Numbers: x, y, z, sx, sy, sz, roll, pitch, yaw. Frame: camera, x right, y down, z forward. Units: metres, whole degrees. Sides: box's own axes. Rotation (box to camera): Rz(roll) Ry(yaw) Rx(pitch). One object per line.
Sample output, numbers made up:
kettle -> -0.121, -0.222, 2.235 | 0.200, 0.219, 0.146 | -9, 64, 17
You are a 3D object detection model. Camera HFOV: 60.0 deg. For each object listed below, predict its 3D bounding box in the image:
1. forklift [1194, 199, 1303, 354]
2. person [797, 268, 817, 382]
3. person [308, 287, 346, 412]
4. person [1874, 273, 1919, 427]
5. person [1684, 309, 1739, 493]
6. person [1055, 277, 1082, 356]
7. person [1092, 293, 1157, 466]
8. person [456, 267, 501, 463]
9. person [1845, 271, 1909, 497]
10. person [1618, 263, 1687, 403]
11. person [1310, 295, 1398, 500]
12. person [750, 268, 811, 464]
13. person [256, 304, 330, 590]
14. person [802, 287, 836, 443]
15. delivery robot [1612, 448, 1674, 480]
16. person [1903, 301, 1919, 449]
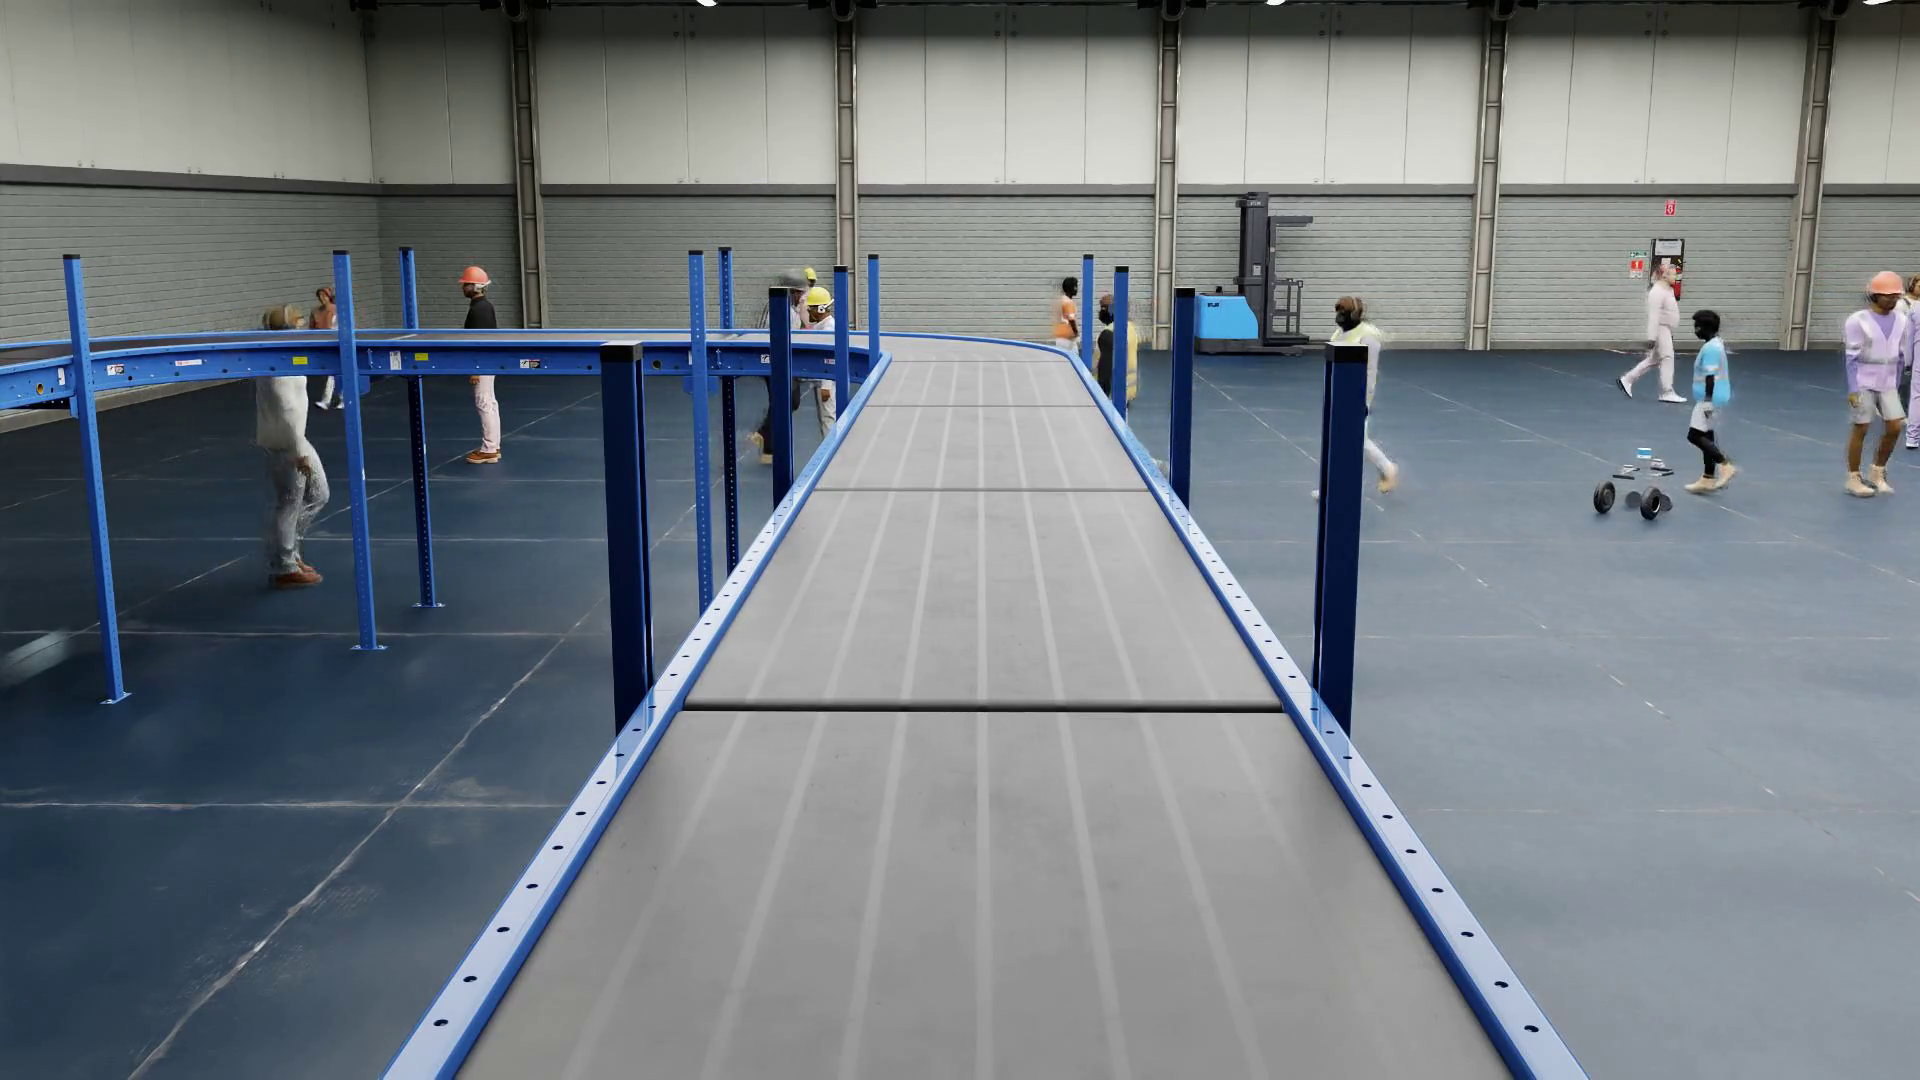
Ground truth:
forklift -> 5.313, -4.851, 30.603 | 1.873, 2.768, 1.129 | 0, 11, 1
person -> -2.310, -3.216, 25.134 | 0.791, 1.756, 0.534 | 8, 14, 37
person -> -8.186, -2.465, 21.515 | 0.538, 1.589, 0.871 | 3, 11, 15
person -> 11.397, -2.289, 20.023 | 0.519, 1.831, 0.428 | -6, 13, -30
person -> 6.815, -1.252, 15.098 | 0.459, 1.668, 0.563 | 6, 13, 29
person -> 1.576, -2.848, 23.328 | 0.856, 1.649, 0.545 | 0, 11, 1
person -> 1.442, -1.317, 15.052 | 0.671, 1.827, 0.636 | 4, 12, 20
person -> -4.929, -1.800, 17.087 | 0.382, 1.994, 0.623 | -1, 11, -5
person -> 8.186, -1.379, 14.859 | 0.605, 2.022, 0.553 | -1, 11, -4
person -> 9.516, -2.842, 22.746 | 0.849, 1.881, 0.638 | 6, 12, 27
person -> 3.515, -1.256, 14.739 | 0.710, 1.825, 0.630 | -4, 12, -21
person -> -1.761, -1.751, 16.833 | 0.619, 2.000, 0.731 | -1, 11, -4
person -> -4.508, -0.625, 11.230 | 0.439, 1.921, 0.642 | -4, 12, -17
person -> -1.345, -1.555, 16.280 | 0.403, 1.825, 0.589 | -3, 11, -13
delivery robot -> 5.833, -0.668, 14.185 | 0.698, 0.223, 0.335 | -9, 14, -40
person -> 10.530, -1.916, 17.926 | 0.403, 1.904, 0.651 | -11, 15, -44
